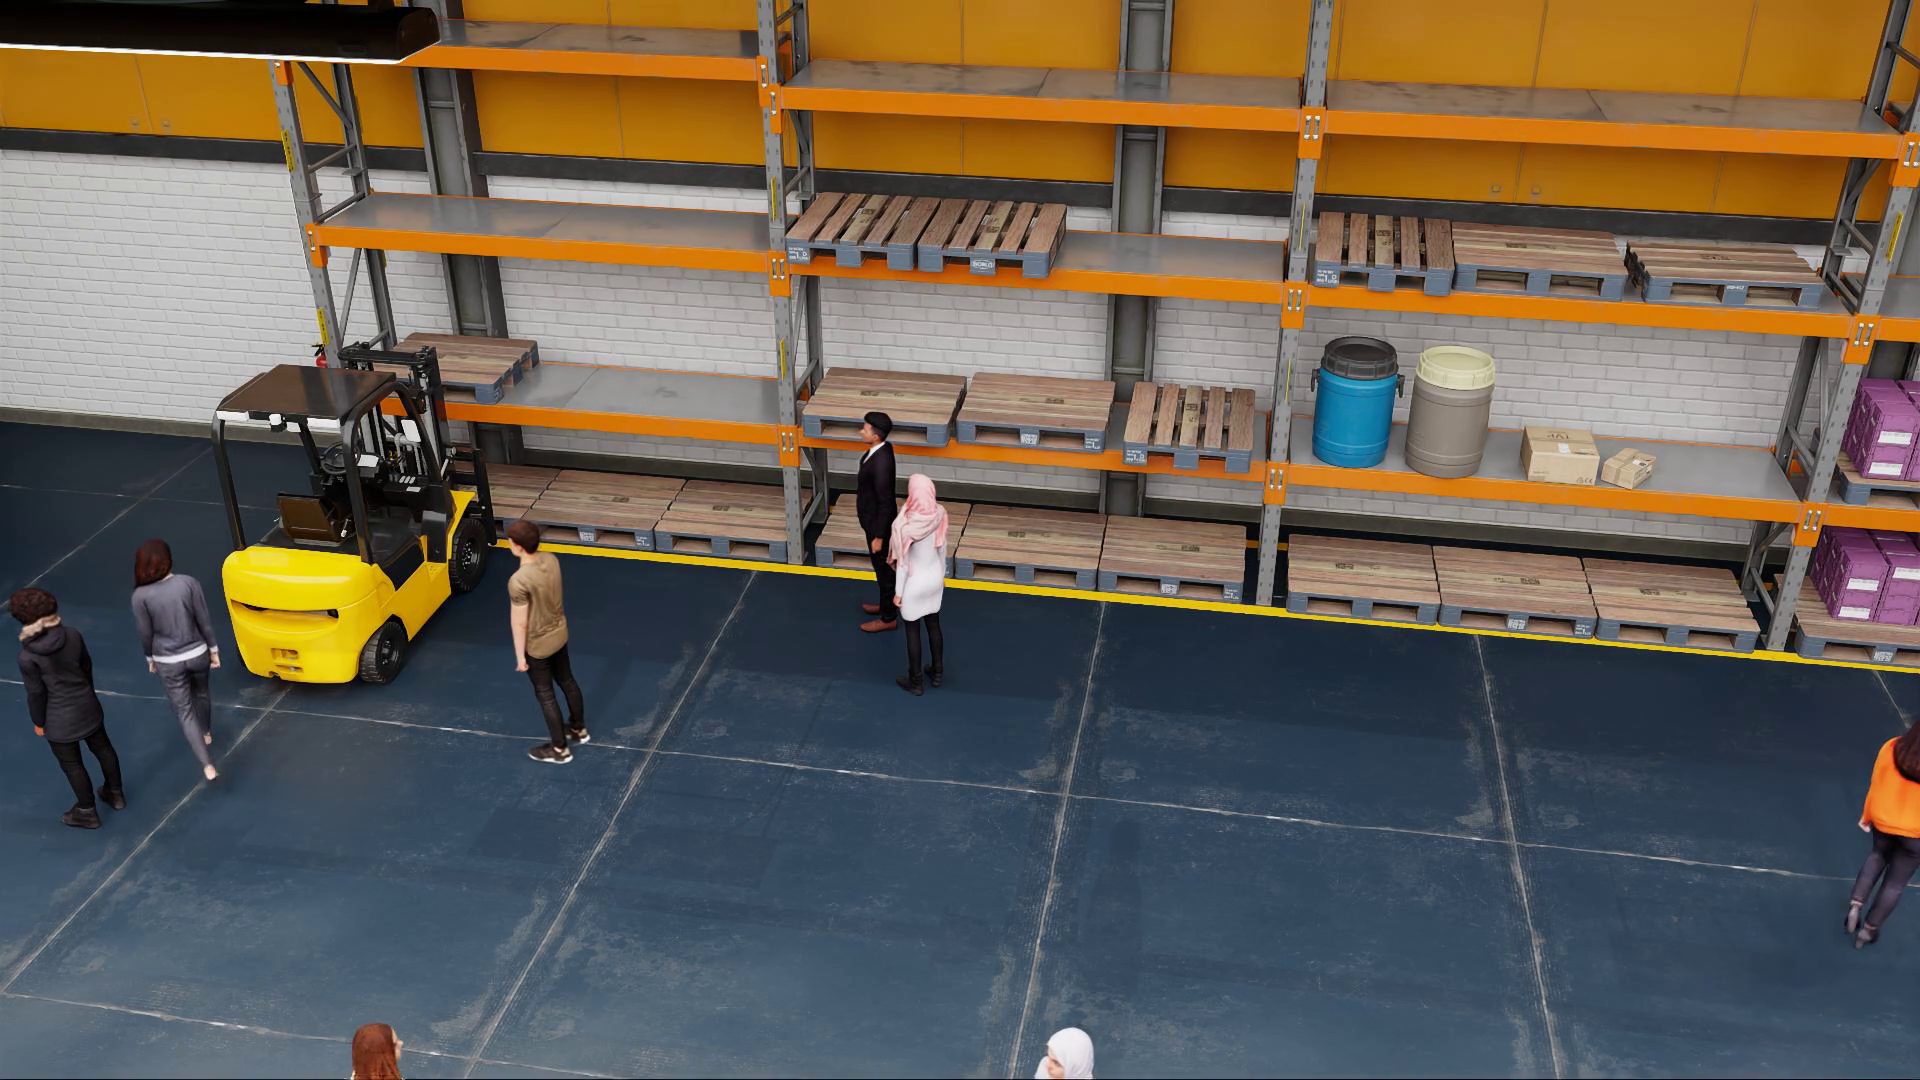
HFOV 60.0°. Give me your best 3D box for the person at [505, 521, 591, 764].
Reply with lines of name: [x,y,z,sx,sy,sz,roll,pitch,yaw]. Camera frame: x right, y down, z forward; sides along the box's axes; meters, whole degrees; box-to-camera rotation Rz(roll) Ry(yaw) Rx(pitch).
person: [-2.886,0.692,11.570,0.624,1.845,0.690,10,30,18]

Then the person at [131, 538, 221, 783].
person: [-5.311,0.855,11.394,1.094,1.728,1.162,-19,34,-31]

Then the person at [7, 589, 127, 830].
person: [-5.838,1.098,10.898,0.691,1.776,0.691,13,31,23]

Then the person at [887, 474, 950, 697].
person: [-0.286,0.323,12.288,0.735,1.804,0.793,-19,34,-31]

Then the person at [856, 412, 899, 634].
person: [-0.617,-0.158,13.087,0.620,1.884,0.738,0,29,-1]

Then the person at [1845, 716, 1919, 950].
person: [5.503,1.732,9.777,0.794,1.737,0.733,-19,34,-31]

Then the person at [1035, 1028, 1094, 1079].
person: [0.485,2.904,7.588,0.733,1.775,0.694,-15,32,-26]
